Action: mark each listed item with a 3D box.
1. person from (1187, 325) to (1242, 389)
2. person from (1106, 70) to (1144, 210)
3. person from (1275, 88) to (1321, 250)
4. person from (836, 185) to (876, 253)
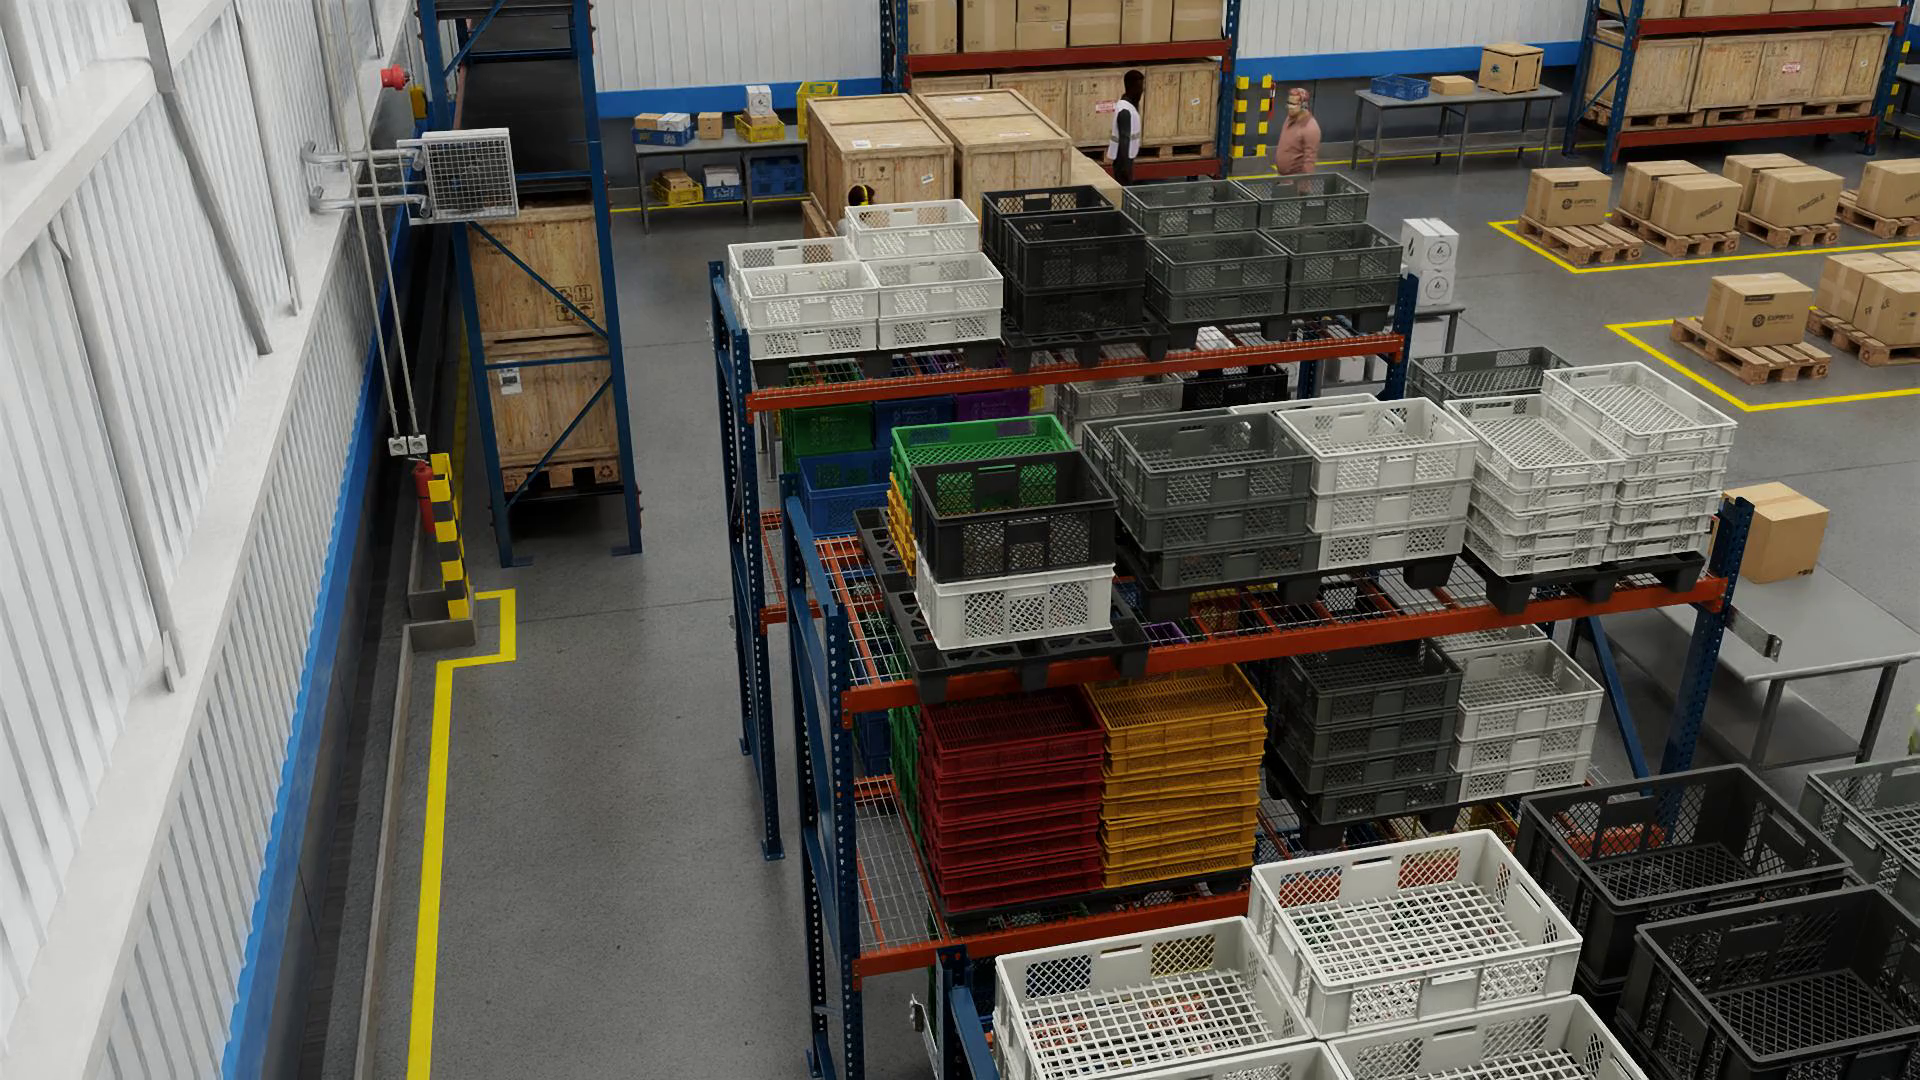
[{"bbox_3d":[1.834,-0.962,12.136,0.348,1.876,0.573,-16,32,-28],"label":"person"},{"bbox_3d":[1.795,-4.167,18.170,0.386,1.916,0.590,4,28,7],"label":"person"},{"bbox_3d":[3.497,-3.796,17.494,0.395,1.899,0.660,-5,28,-10],"label":"person"},{"bbox_3d":[-0.852,-2.149,14.404,0.328,1.861,0.519,-23,35,-37],"label":"person"}]
